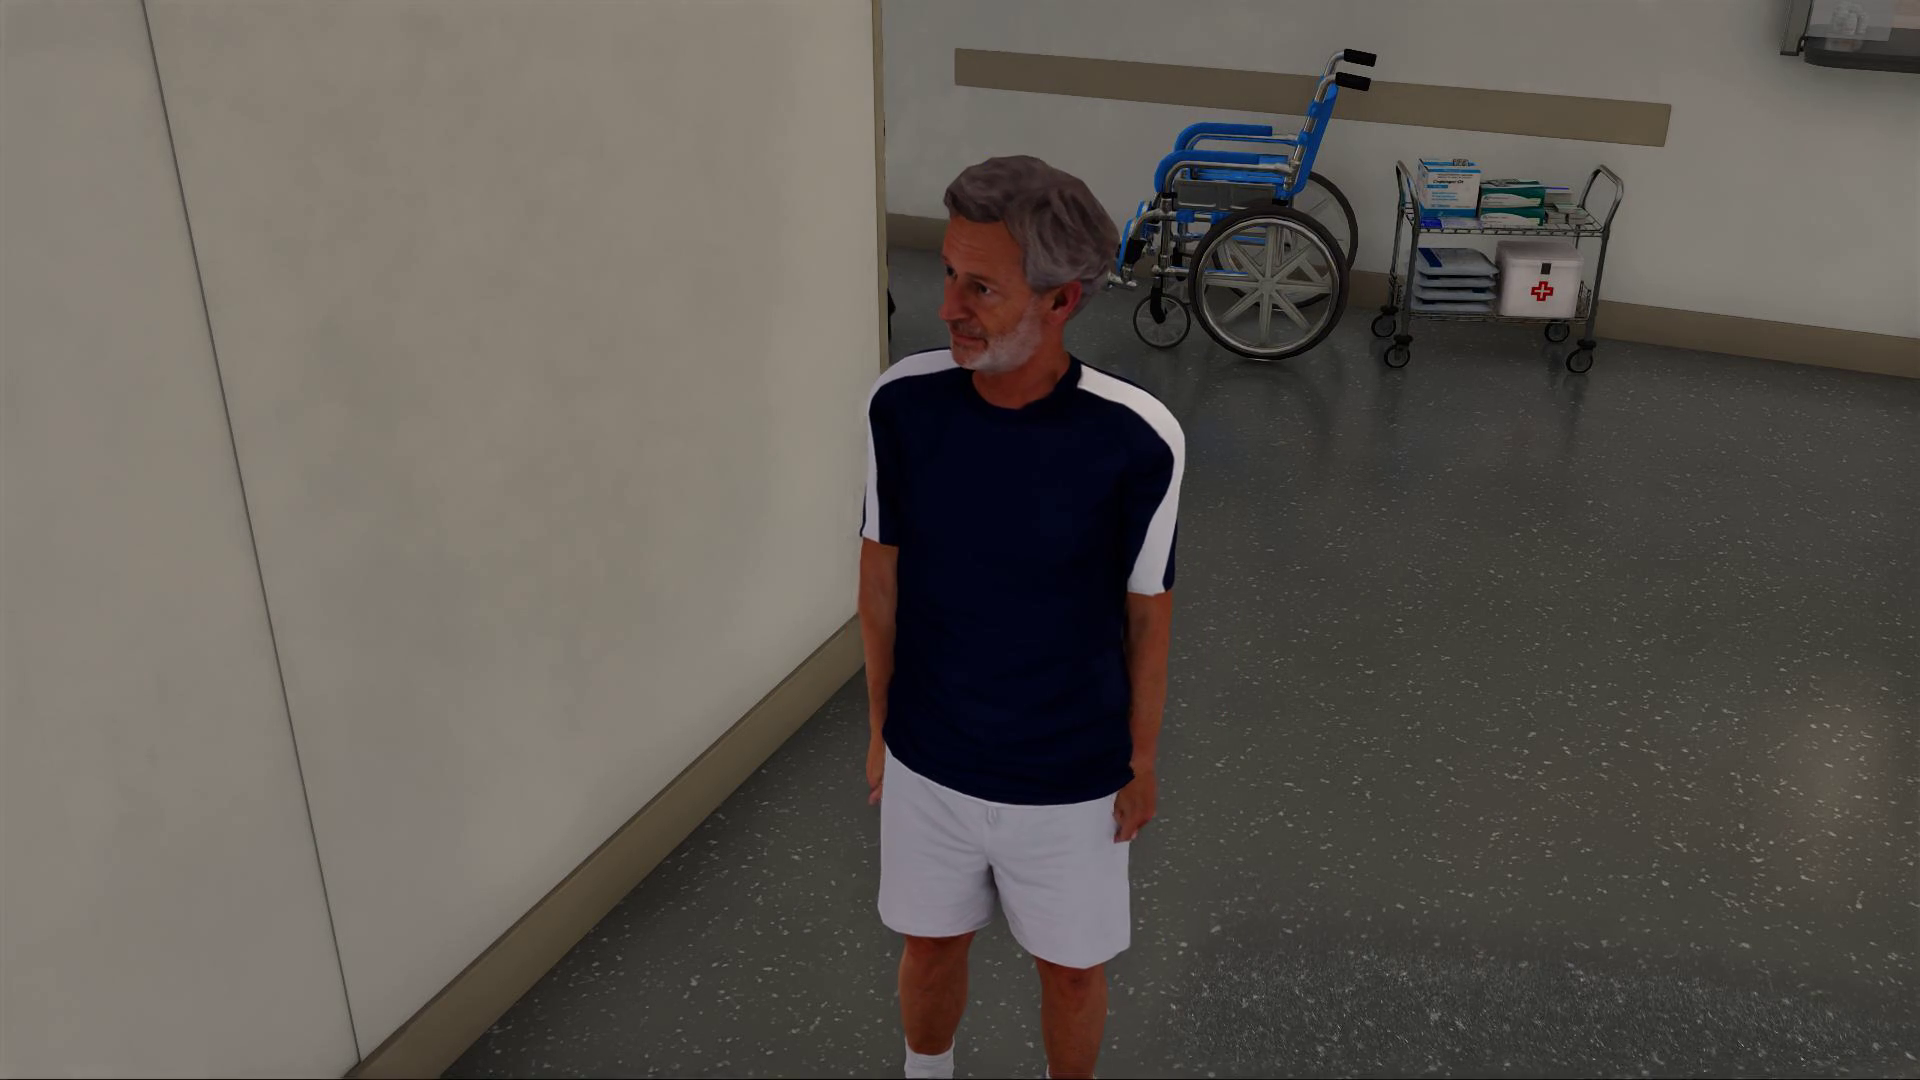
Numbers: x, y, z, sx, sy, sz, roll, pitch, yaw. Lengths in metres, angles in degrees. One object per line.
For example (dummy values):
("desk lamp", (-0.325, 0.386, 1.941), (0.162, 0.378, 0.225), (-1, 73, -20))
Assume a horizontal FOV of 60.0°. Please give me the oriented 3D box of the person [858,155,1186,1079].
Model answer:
("person", (0.076, 0.305, 2.558), (0.650, 1.835, 0.577), (8, 27, 17))
